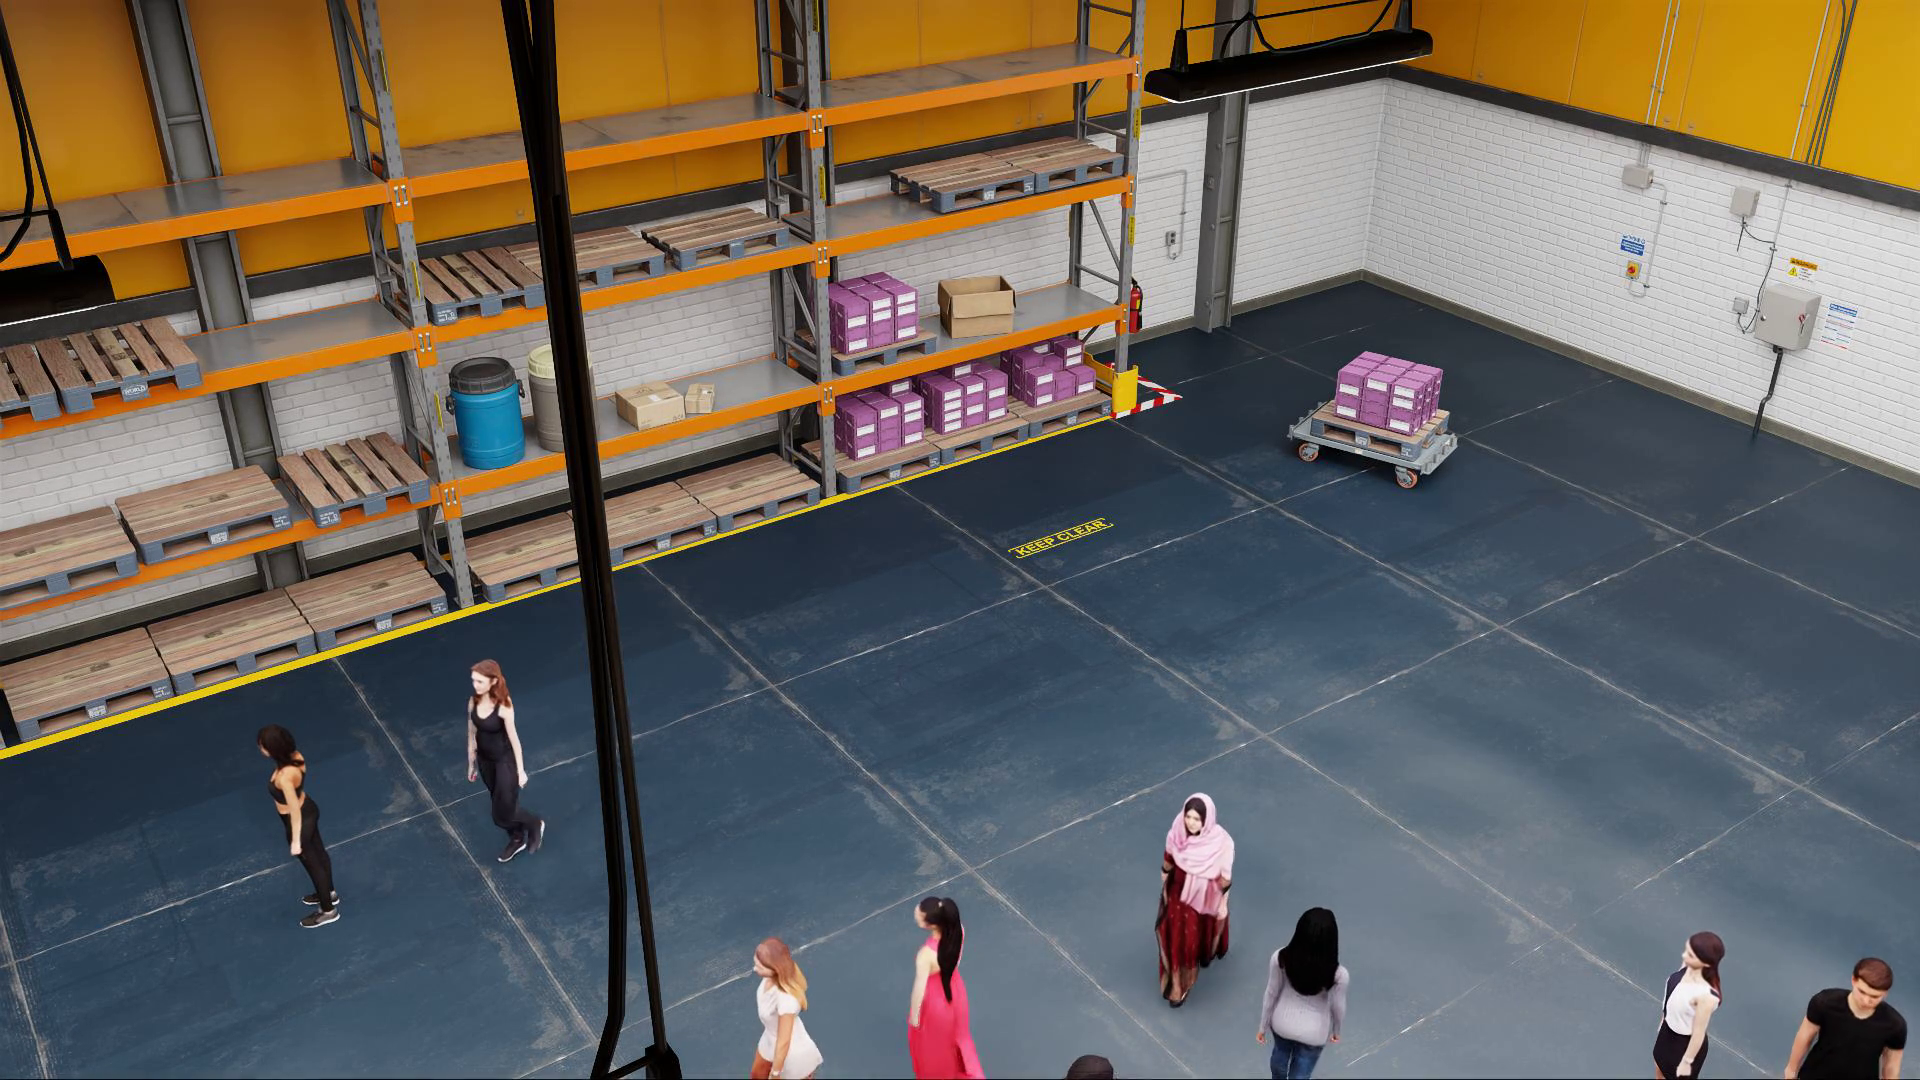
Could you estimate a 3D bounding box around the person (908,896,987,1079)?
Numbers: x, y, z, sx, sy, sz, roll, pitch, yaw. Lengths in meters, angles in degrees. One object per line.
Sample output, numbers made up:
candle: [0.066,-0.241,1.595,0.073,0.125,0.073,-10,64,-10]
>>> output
person: [-0.087,2.805,9.935,0.818,1.702,0.800,-24,37,-37]

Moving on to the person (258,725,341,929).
person: [-4.565,1.958,11.551,0.626,1.641,0.631,-5,29,-10]

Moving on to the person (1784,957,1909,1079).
person: [4.969,3.021,9.404,0.969,1.832,1.137,13,31,22]

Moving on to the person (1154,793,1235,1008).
person: [1.565,2.309,10.927,0.865,1.623,0.949,11,30,19]

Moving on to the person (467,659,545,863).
person: [-3.303,1.567,12.169,0.734,1.737,0.806,15,32,26]

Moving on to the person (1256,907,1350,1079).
person: [1.959,2.925,9.699,0.865,1.718,0.970,11,31,20]

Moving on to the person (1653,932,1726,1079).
person: [4.228,2.946,9.734,0.672,1.649,0.634,1,29,1]

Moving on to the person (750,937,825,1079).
person: [-0.919,2.952,9.700,1.015,1.669,0.801,-6,29,-11]
